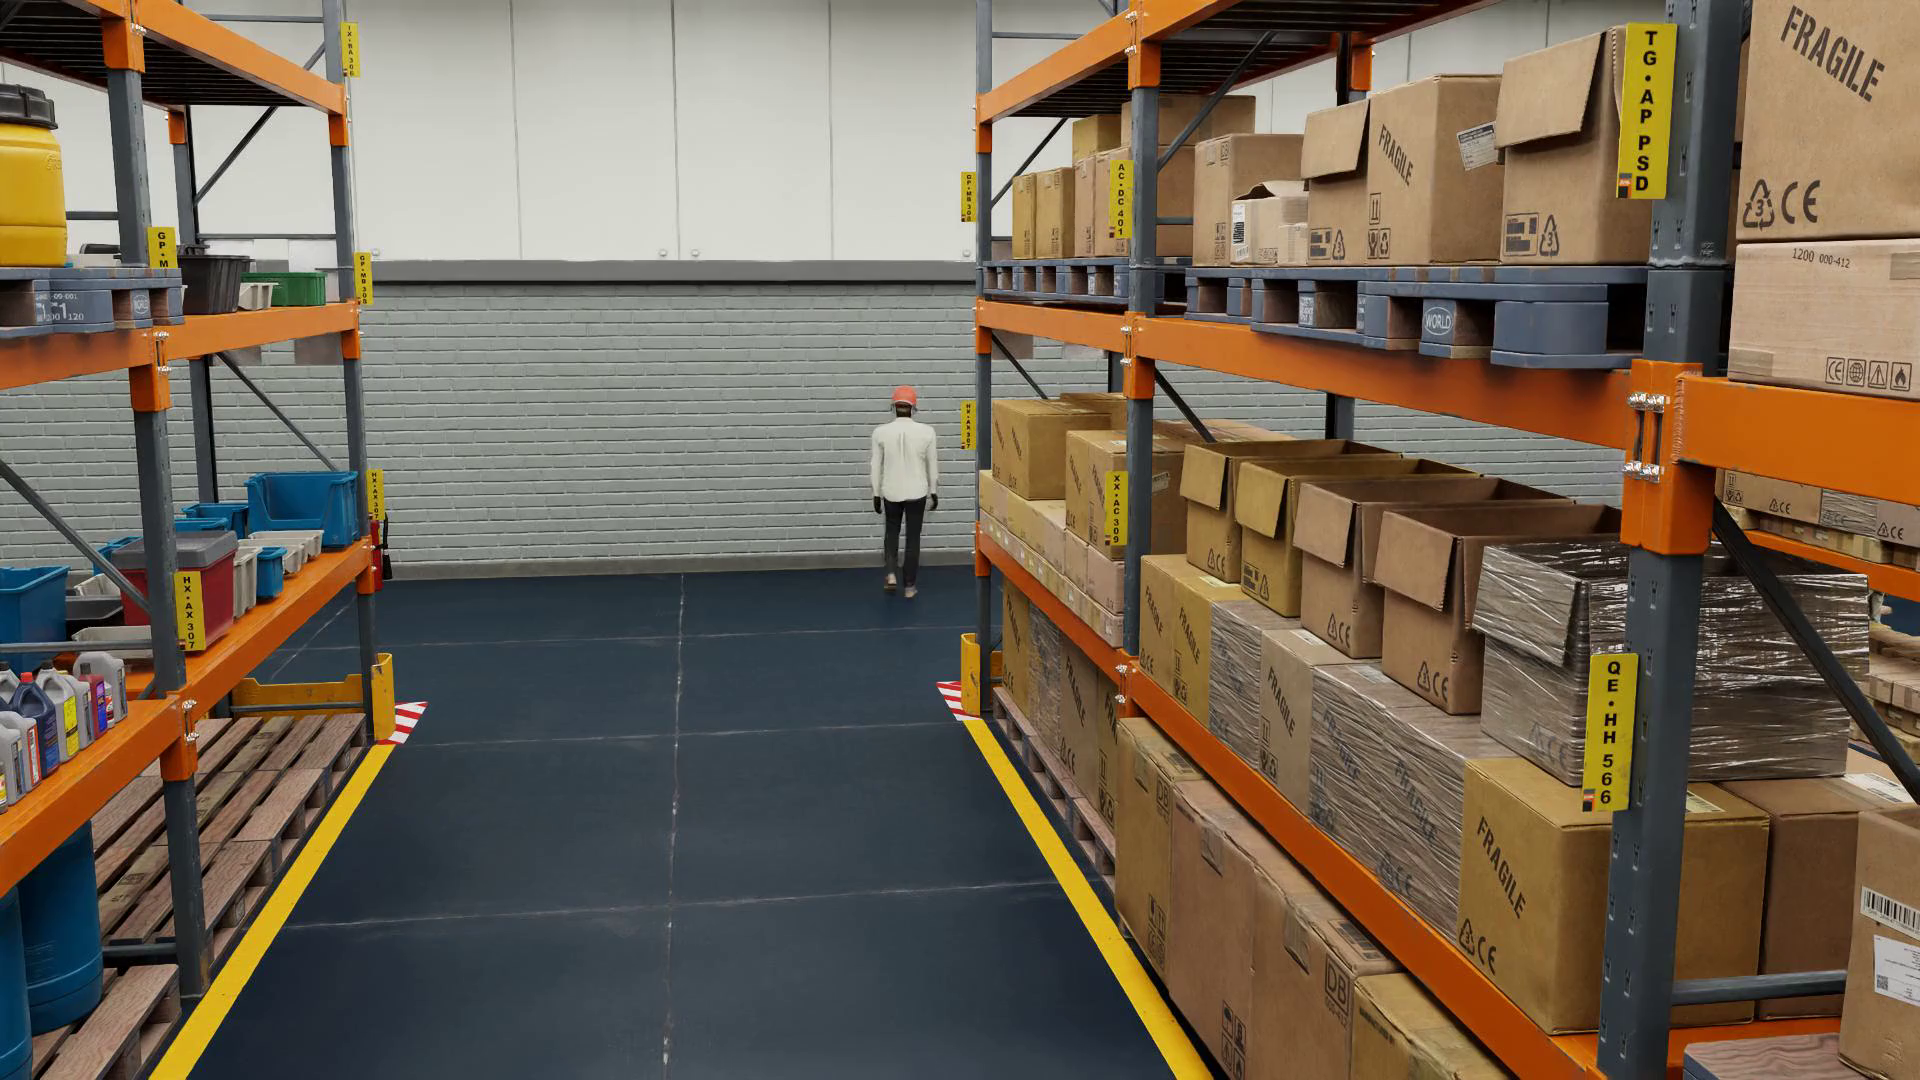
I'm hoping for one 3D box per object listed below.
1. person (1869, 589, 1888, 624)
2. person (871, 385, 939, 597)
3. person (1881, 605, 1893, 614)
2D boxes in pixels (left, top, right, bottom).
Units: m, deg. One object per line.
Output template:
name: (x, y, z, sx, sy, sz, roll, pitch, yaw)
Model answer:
person: (6.109, 0.291, 11.273, 0.510, 1.860, 0.334, -5, 10, -26)
person: (-0.507, -0.451, 15.483, 0.622, 1.982, 0.433, 1, 9, 5)
person: (8.149, -0.274, 14.810, 0.430, 1.840, 0.624, 3, 10, 16)
